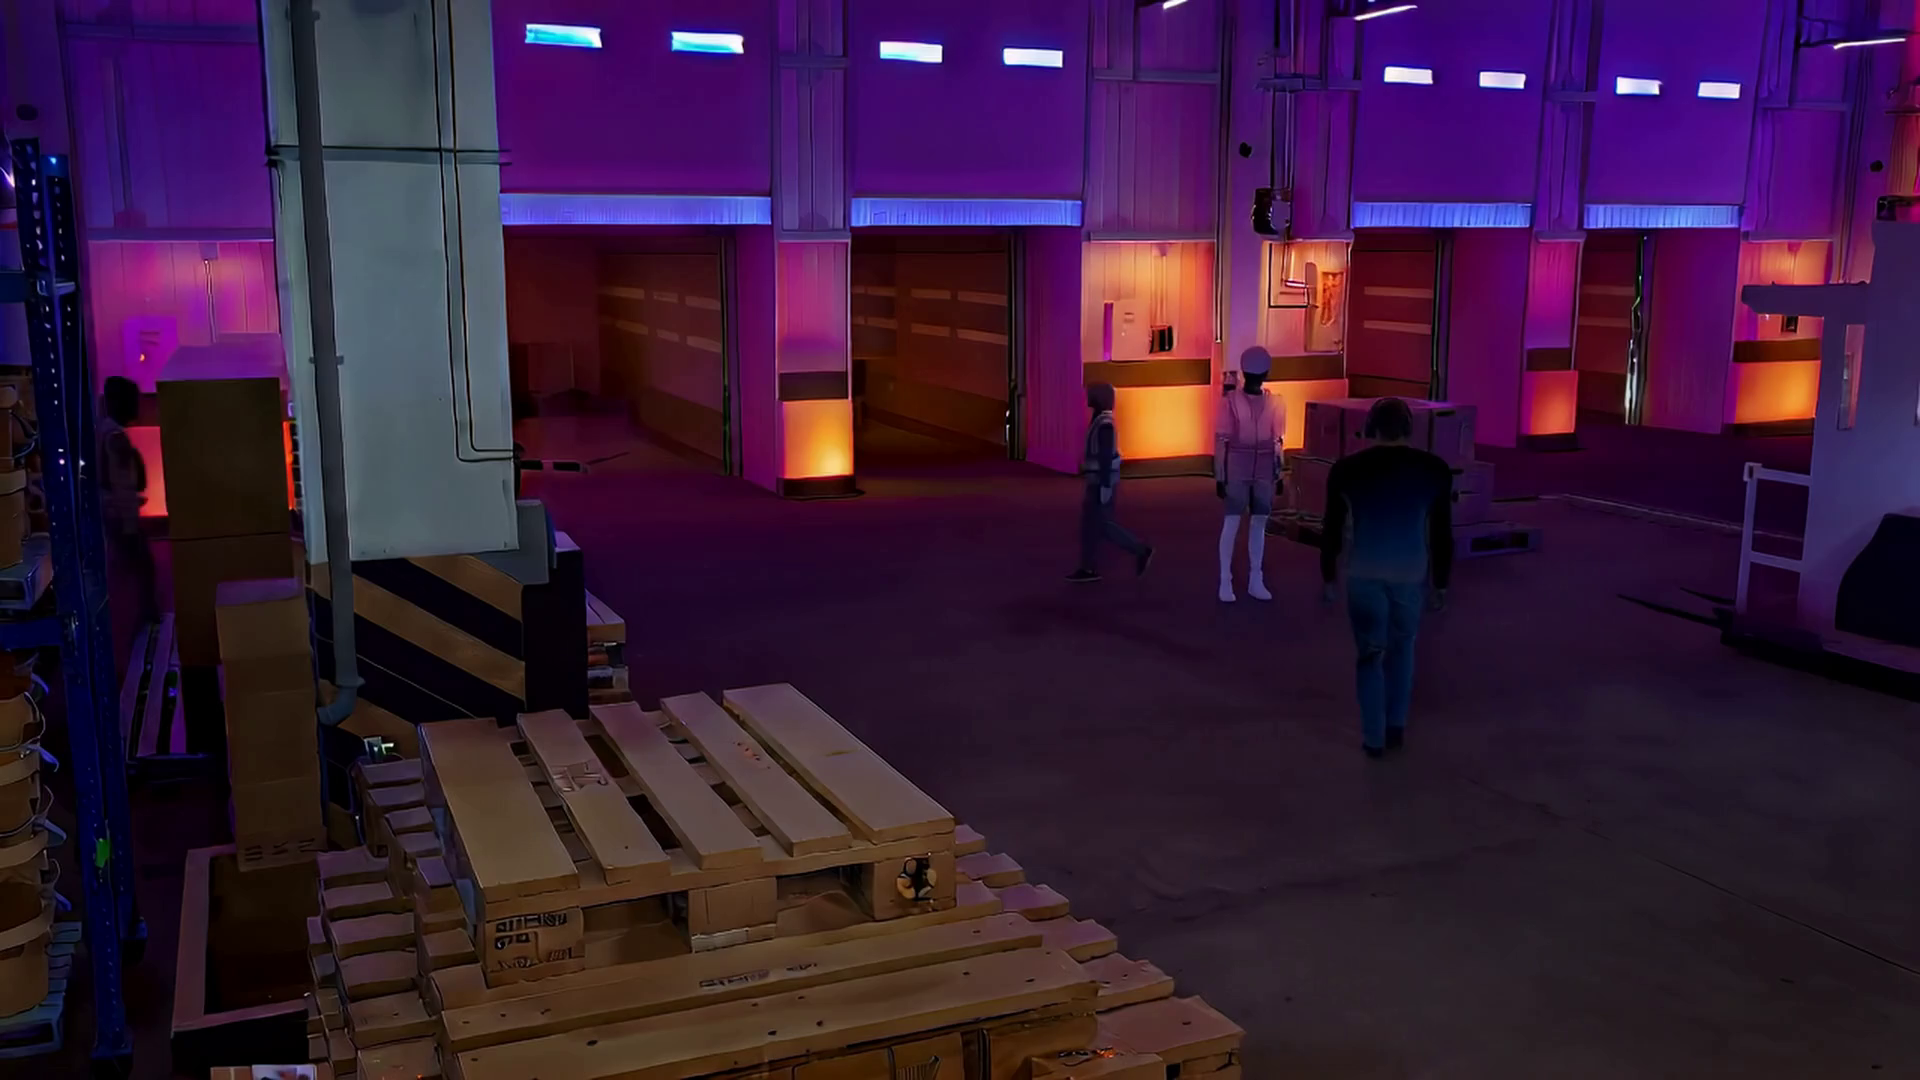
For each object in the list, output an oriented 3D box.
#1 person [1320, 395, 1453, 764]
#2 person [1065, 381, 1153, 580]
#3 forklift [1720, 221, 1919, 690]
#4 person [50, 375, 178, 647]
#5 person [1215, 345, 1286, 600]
[{"bbox_3d":[2.224,0.193,8.761,0.661,1.919,0.624,1,10,8],"label":"person"},{"bbox_3d":[1.182,-0.457,13.186,0.610,1.621,0.522,-1,10,-3],"label":"person"},{"bbox_3d":[5.949,-0.550,10.218,1.129,2.768,1.873,-4,11,-23],"label":"forklift"},{"bbox_3d":[-5.514,-0.147,10.806,0.705,1.855,0.608,-8,13,-39],"label":"person"},{"bbox_3d":[2.197,-0.501,12.563,0.544,1.933,0.376,-1,10,-8],"label":"person"}]
